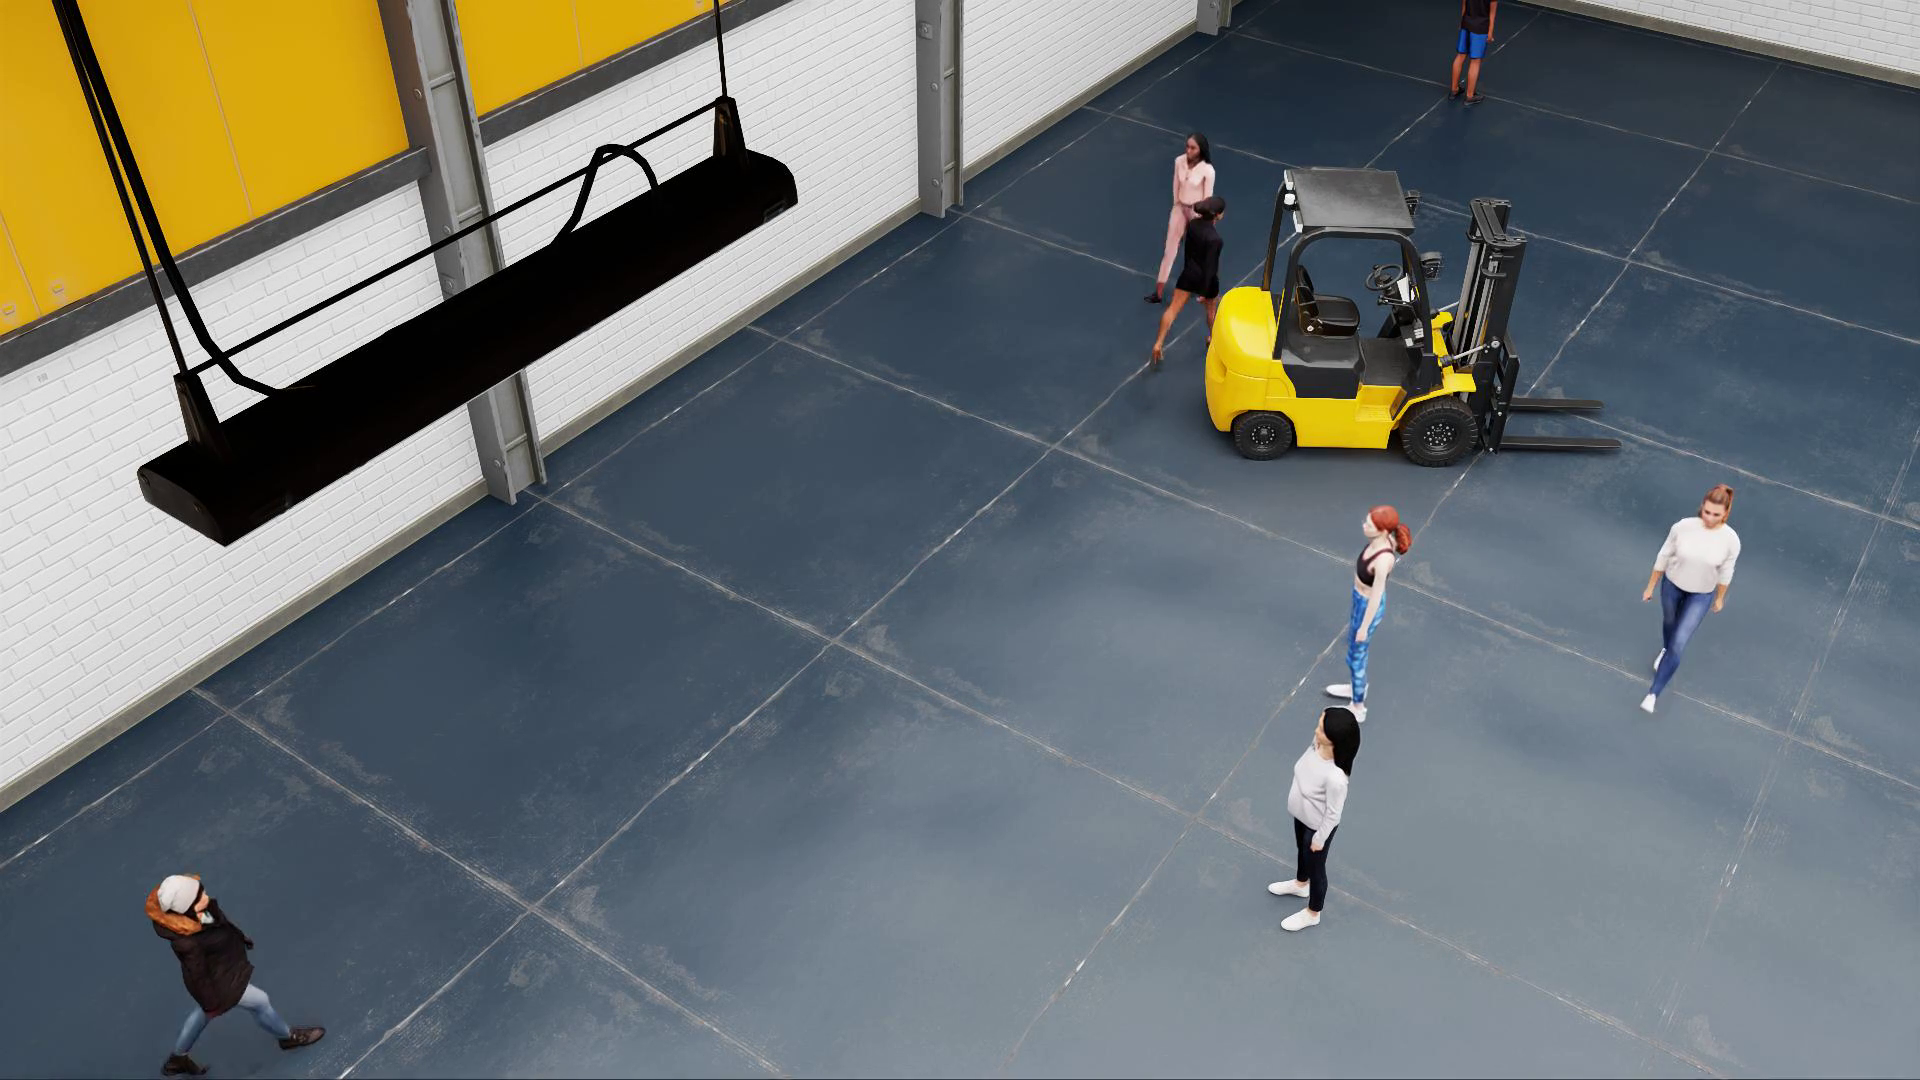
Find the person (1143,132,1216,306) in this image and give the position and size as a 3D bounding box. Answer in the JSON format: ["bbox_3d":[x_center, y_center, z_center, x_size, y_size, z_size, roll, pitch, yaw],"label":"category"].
[{"bbox_3d":[2.219,-3.028,15.559,0.698,1.677,1.119,29,47,31],"label":"person"}]

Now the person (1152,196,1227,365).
[{"bbox_3d":[2.031,-2.230,14.623,1.113,1.597,0.817,-26,45,-29],"label":"person"}]

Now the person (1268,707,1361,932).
[{"bbox_3d":[2.096,1.610,9.733,0.765,1.701,0.696,-5,39,-6],"label":"person"}]

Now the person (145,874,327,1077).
[{"bbox_3d":[-4.066,2.344,8.900,1.162,1.594,0.934,-19,42,-22],"label":"person"}]

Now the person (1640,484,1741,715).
[{"bbox_3d":[4.985,0.318,11.369,0.659,1.677,1.092,26,45,29],"label":"person"}]

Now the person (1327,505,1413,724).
[{"bbox_3d":[2.711,0.488,11.076,0.720,1.778,0.626,7,39,9],"label":"person"}]

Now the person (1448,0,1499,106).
[{"bbox_3d":[5.910,-5.901,19.058,0.675,1.800,0.675,-26,45,-29],"label":"person"}]
